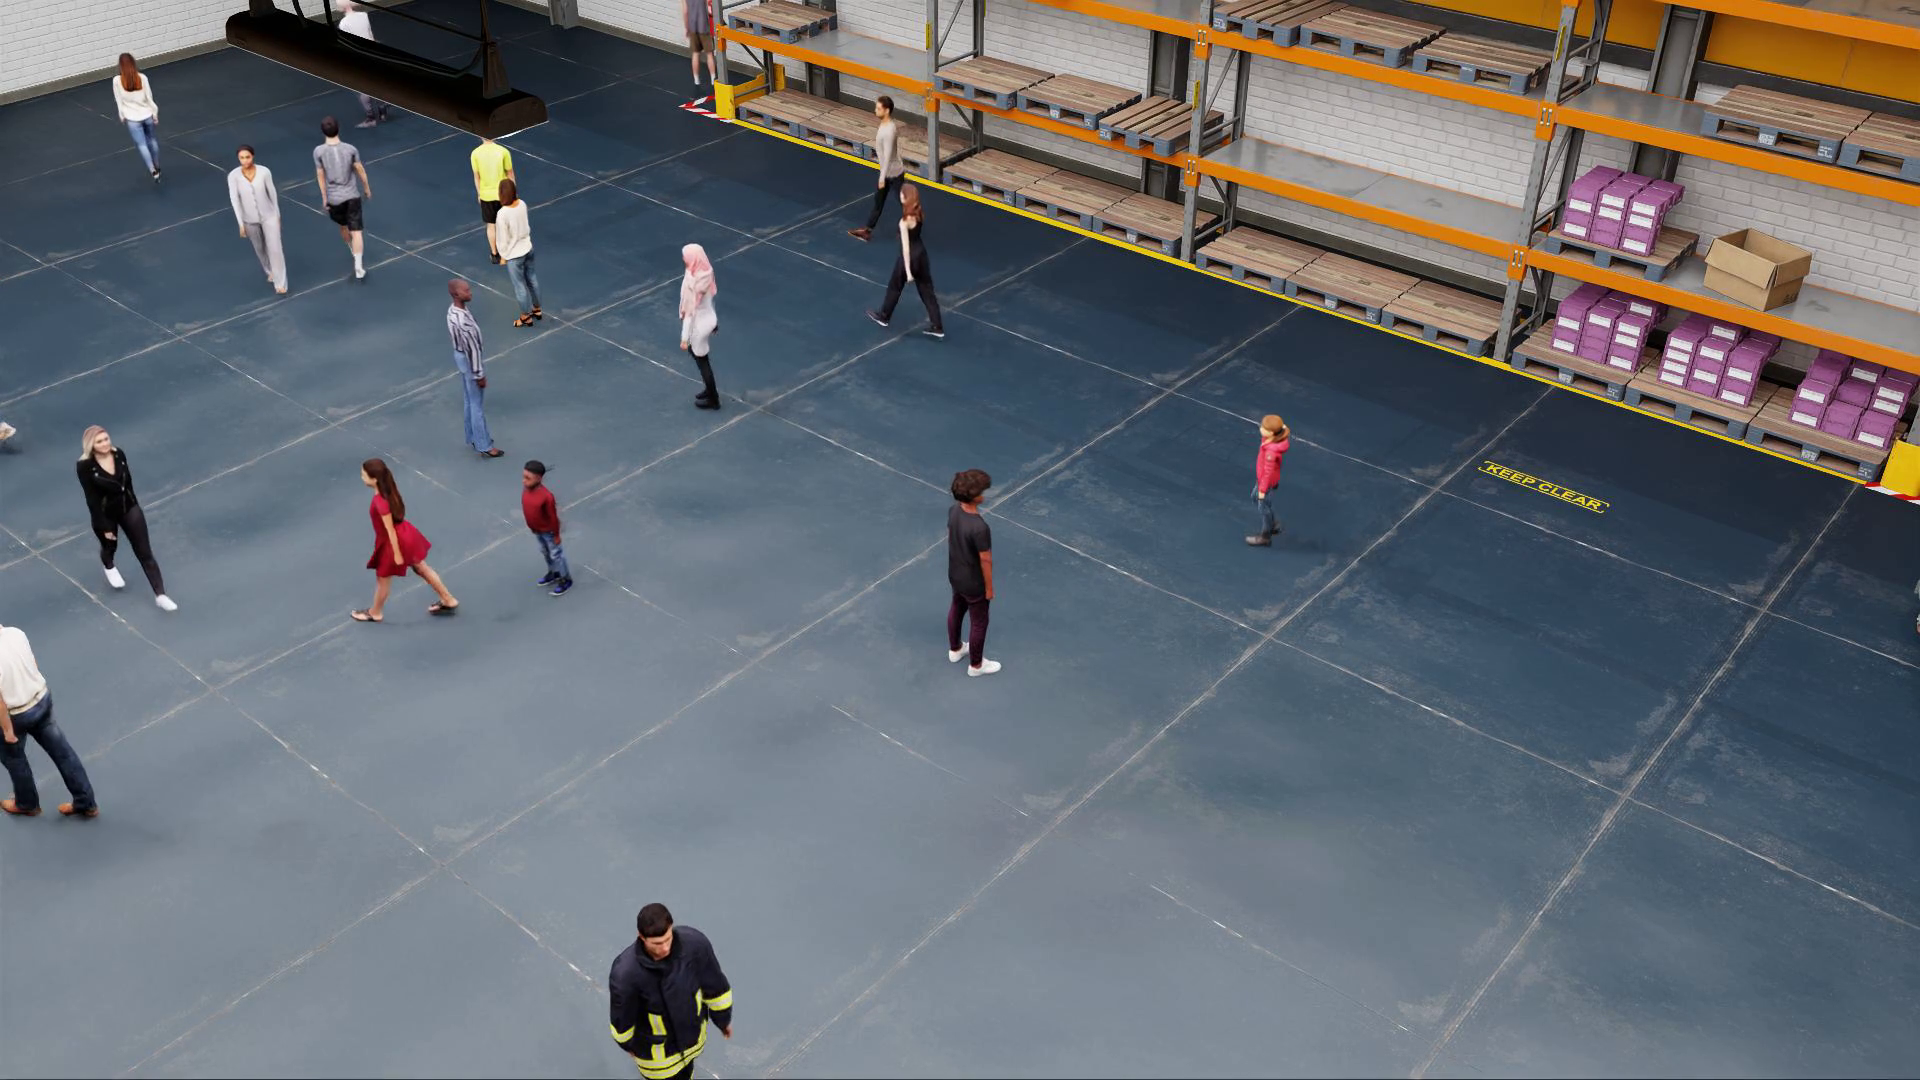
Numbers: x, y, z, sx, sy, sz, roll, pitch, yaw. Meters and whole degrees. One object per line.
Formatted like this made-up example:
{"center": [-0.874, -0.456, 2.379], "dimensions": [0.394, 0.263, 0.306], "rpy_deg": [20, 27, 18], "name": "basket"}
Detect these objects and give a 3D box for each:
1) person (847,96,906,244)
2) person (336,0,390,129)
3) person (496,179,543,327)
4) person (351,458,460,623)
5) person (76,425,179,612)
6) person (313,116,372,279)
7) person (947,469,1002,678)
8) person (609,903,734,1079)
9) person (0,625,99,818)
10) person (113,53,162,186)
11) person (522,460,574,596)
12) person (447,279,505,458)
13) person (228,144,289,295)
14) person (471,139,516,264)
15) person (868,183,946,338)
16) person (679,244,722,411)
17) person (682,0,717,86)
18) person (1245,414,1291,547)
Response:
{"center": [-0.729, -4.380, 19.825], "dimensions": [1.152, 1.827, 1.187], "rpy_deg": [-8, 34, -12], "name": "person"}
{"center": [-8.382, -6.769, 23.424], "dimensions": [0.641, 1.820, 0.834], "rpy_deg": [27, 42, 34], "name": "person"}
{"center": [-4.800, -3.133, 18.078], "dimensions": [0.617, 1.683, 0.663], "rpy_deg": [16, 37, 22], "name": "person"}
{"center": [-4.493, 0.017, 13.497], "dimensions": [1.091, 1.508, 1.042], "rpy_deg": [-3, 34, -5], "name": "person"}
{"center": [-7.015, -0.209, 13.718], "dimensions": [1.190, 1.640, 0.595], "rpy_deg": [26, 41, 33], "name": "person"}
{"center": [-7.064, -3.890, 19.087], "dimensions": [1.103, 1.827, 1.294], "rpy_deg": [-10, 35, -14], "name": "person"}
{"center": [0.077, 0.243, 12.912], "dimensions": [0.736, 1.780, 0.568], "rpy_deg": [-23, 40, -30], "name": "person"}
{"center": [-1.653, 2.615, 9.244], "dimensions": [0.942, 1.889, 1.138], "rpy_deg": [-24, 40, -31], "name": "person"}
{"center": [-6.328, 1.201, 11.423], "dimensions": [1.077, 1.832, 0.938], "rpy_deg": [7, 34, 10], "name": "person"}
{"center": [-10.617, -5.425, 21.546], "dimensions": [0.843, 1.661, 1.165], "rpy_deg": [-19, 38, -26], "name": "person"}
{"center": [-3.465, -0.130, 13.955], "dimensions": [0.450, 1.245, 0.573], "rpy_deg": [21, 39, 28], "name": "person"}
{"center": [-4.634, -1.628, 15.714], "dimensions": [0.748, 1.794, 0.603], "rpy_deg": [-17, 37, -23], "name": "person"}
{"center": [-7.964, -3.672, 18.884], "dimensions": [1.010, 1.688, 1.236], "rpy_deg": [-11, 35, -16], "name": "person"}
{"center": [-5.441, -4.083, 19.487], "dimensions": [0.688, 1.705, 0.715], "rpy_deg": [-8, 34, -12], "name": "person"}
{"center": [-0.417, -2.945, 17.789], "dimensions": [1.162, 1.689, 0.690], "rpy_deg": [19, 38, 26], "name": "person"}
{"center": [-2.473, -2.073, 16.381], "dimensions": [0.766, 1.796, 0.759], "rpy_deg": [10, 35, 14], "name": "person"}
{"center": [-3.897, -7.678, 24.941], "dimensions": [0.705, 1.841, 0.805], "rpy_deg": [2, 34, 3], "name": "person"}
{"center": [2.745, -0.505, 14.464], "dimensions": [0.667, 1.308, 0.627], "rpy_deg": [7, 34, 10], "name": "person"}
